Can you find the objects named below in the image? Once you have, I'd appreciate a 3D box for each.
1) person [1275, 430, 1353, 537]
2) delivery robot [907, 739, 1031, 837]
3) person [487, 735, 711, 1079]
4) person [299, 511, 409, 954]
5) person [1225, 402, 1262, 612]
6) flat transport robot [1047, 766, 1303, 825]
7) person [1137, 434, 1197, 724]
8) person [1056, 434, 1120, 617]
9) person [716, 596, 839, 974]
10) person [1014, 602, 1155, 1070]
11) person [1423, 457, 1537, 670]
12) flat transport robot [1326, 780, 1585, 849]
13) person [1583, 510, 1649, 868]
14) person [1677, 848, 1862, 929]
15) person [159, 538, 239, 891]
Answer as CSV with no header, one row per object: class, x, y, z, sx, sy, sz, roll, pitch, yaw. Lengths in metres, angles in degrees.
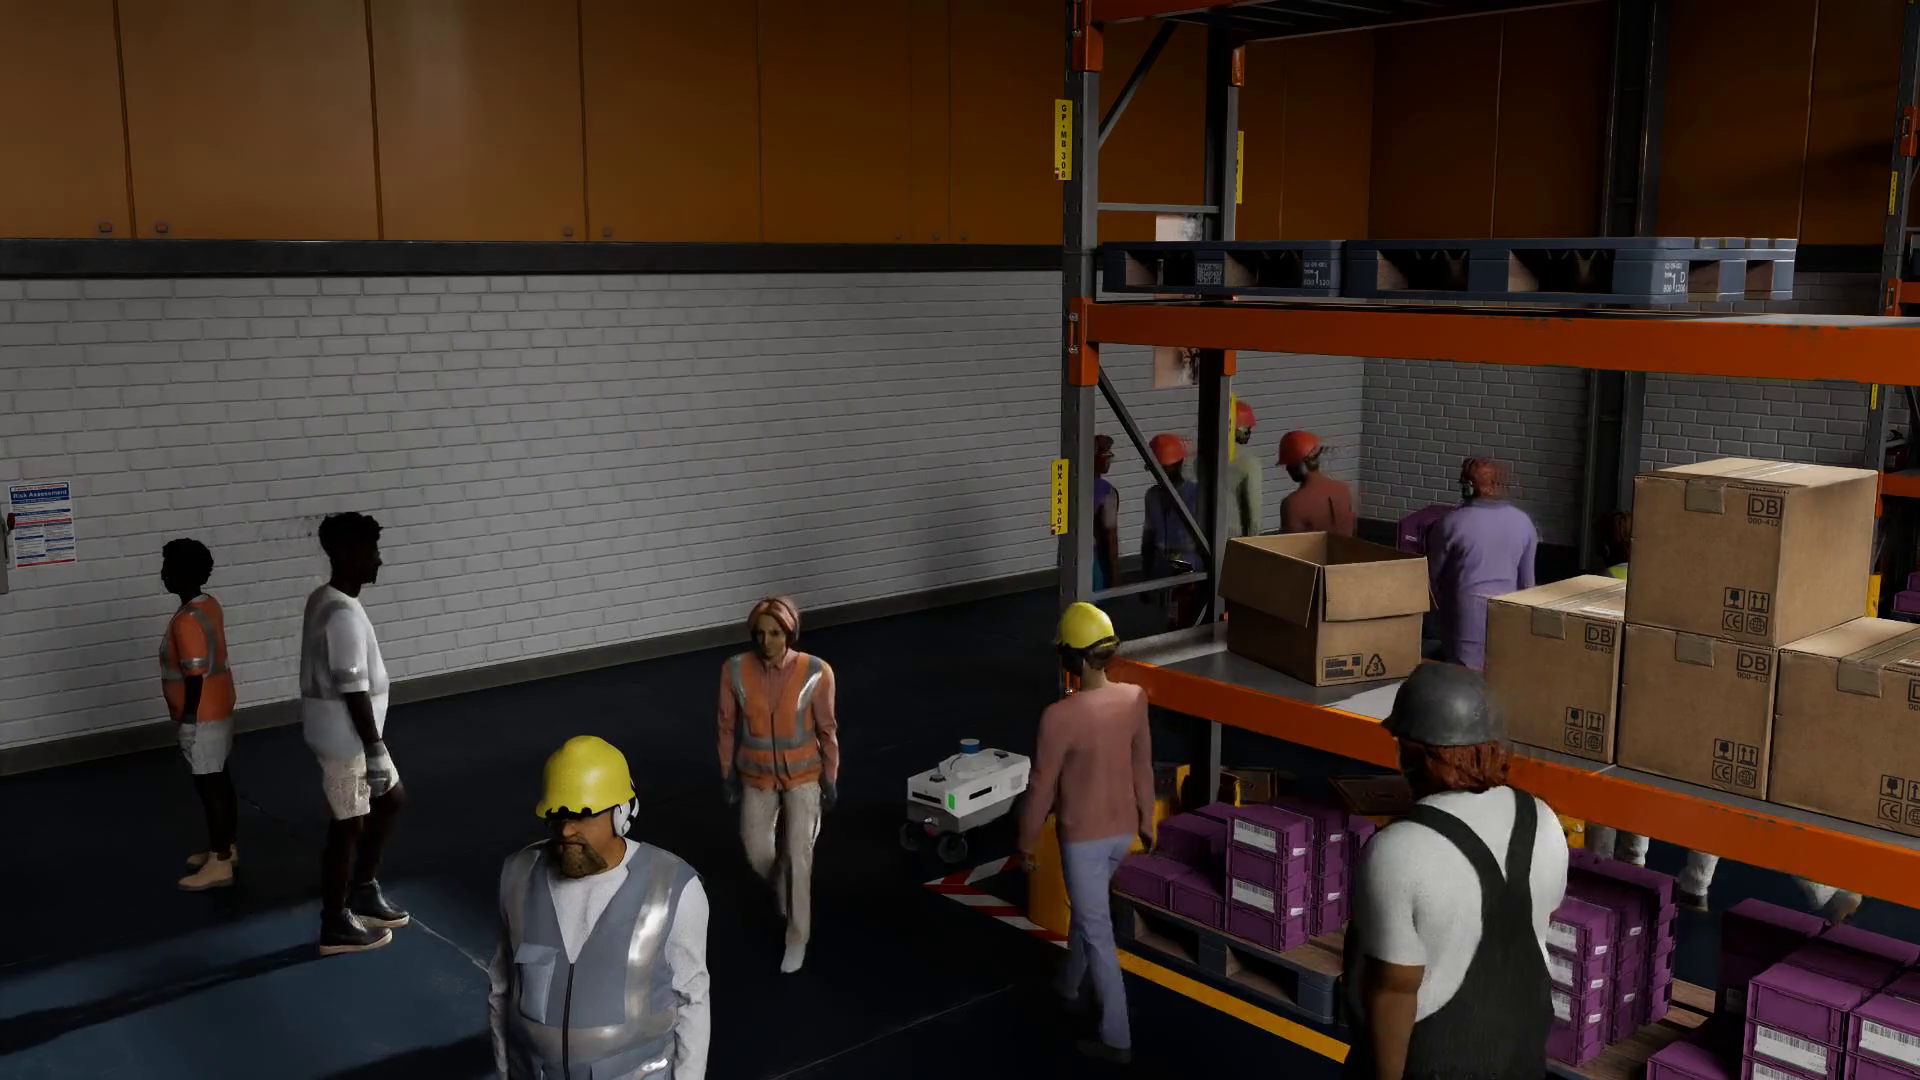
person,2.252,0.291,10.407,0.671,1.963,0.585,-8,12,-37
delivery robot,0.050,1.266,8.540,0.477,0.478,0.707,8,12,38
person,-0.944,1.394,4.318,0.588,1.835,0.403,1,10,7
person,-2.598,0.835,7.243,0.559,1.946,0.645,-5,11,-25
person,1.923,-0.042,12.370,0.857,1.968,0.631,-7,12,-34
flat transport robot,1.117,1.386,8.938,1.431,0.197,0.652,2,10,10
person,1.399,0.261,10.742,0.484,1.904,0.581,-7,12,-37
person,0.865,0.207,11.249,0.372,1.840,0.570,-6,12,-33
person,-0.771,1.010,7.211,0.528,1.619,0.552,1,10,4
person,0.433,1.092,6.385,0.548,1.734,0.814,-8,13,-40
person,2.949,0.442,9.761,0.635,1.868,0.780,-4,10,-21
flat transport robot,2.574,1.422,8.725,1.431,0.197,0.652,0,10,-3
person,3.124,0.769,7.970,0.624,1.841,0.430,-5,11,-28
person,3.595,0.856,7.438,0.588,1.857,0.895,-9,13,-43
person,-3.670,0.830,8.027,0.318,1.696,0.537,-3,10,-15
